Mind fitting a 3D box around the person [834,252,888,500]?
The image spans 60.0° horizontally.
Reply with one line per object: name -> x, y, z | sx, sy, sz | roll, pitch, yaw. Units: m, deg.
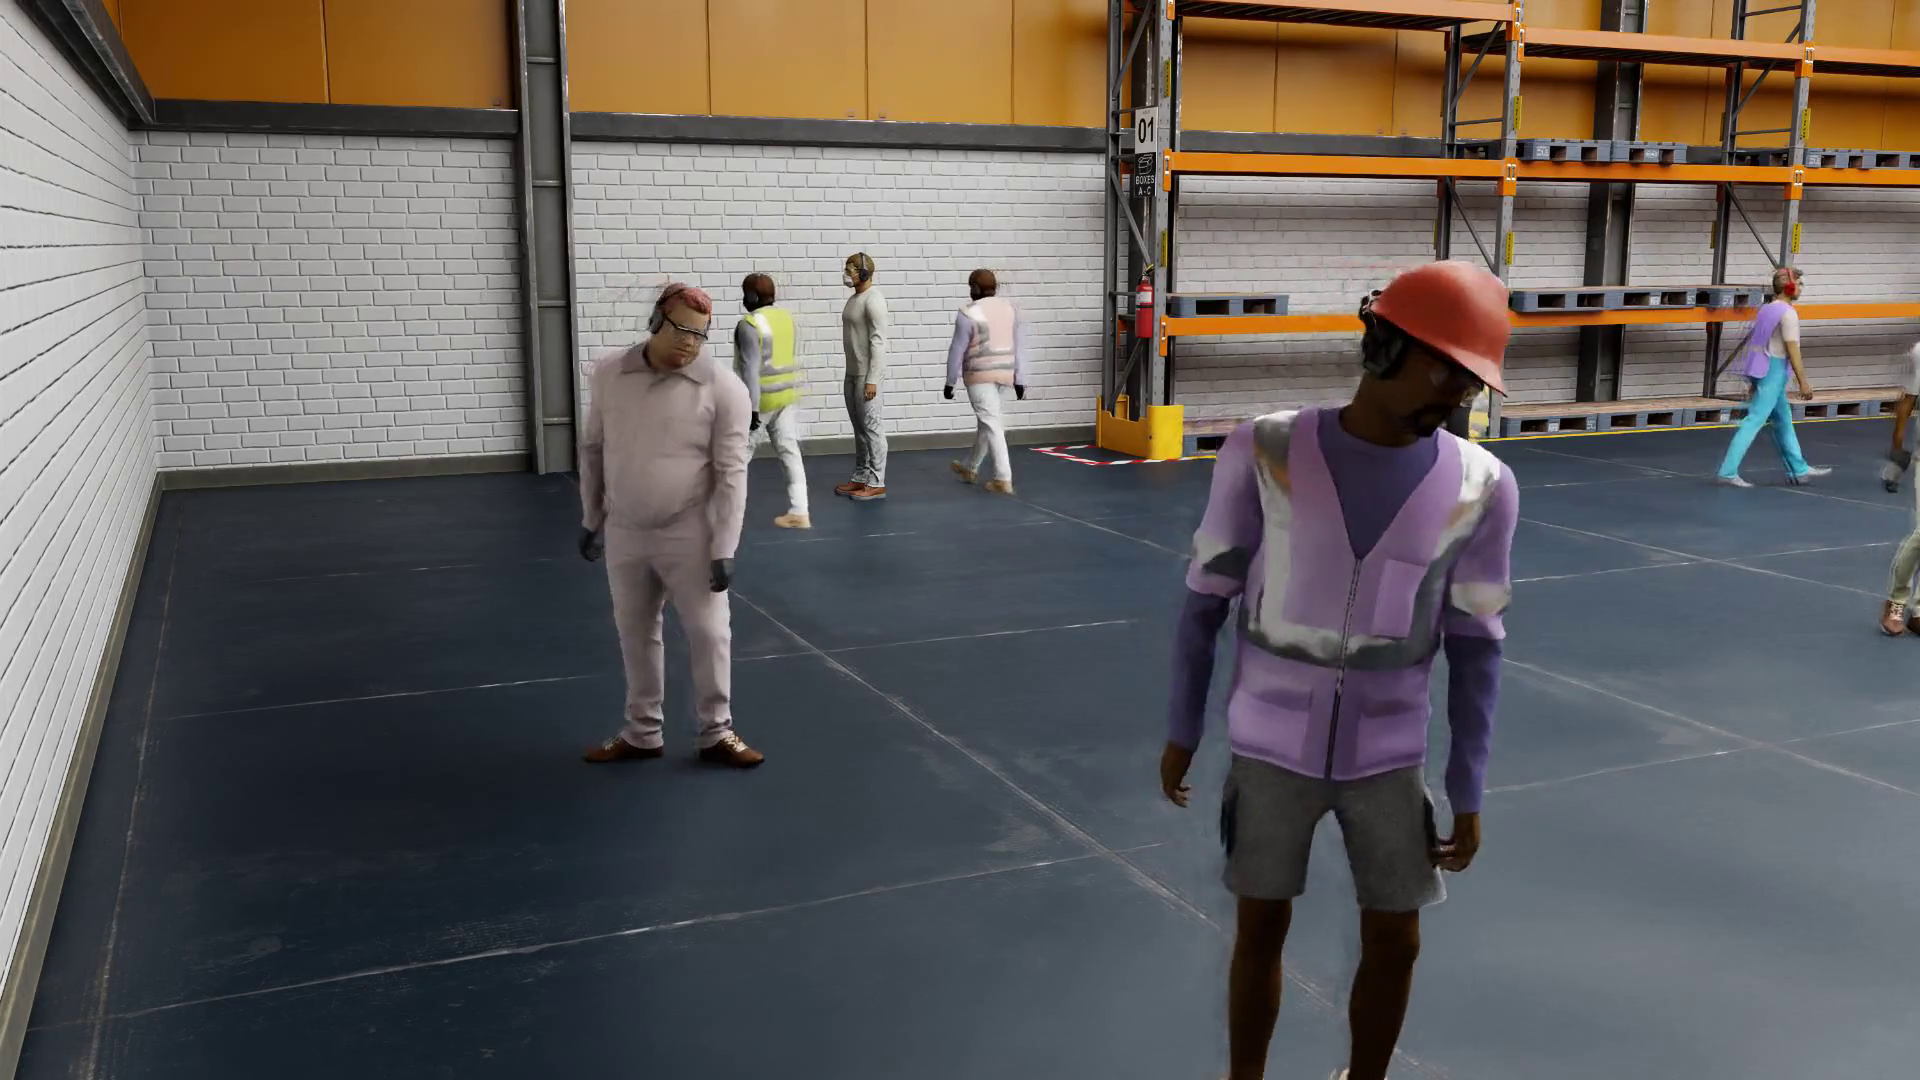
person -> -0.767, -1.289, 13.126 | 0.372, 1.940, 0.630 | -4, 11, -23

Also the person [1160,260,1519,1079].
person -> 0.725, 0.435, 3.412 | 0.752, 1.995, 0.396 | 1, 10, 8

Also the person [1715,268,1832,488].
person -> 6.710, -1.309, 13.615 | 0.981, 1.798, 0.564 | 1, 10, 8

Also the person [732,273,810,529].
person -> -1.460, -0.983, 11.809 | 0.954, 1.791, 0.658 | 6, 12, 29

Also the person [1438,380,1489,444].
person -> 2.699, -0.561, 9.405 | 0.546, 1.829, 0.624 | 0, 10, 3

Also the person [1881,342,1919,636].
person -> 4.974, -0.383, 8.350 | 0.533, 1.843, 0.475 | 1, 10, 5

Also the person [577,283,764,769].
person -> -1.143, -0.025, 6.285 | 0.728, 1.874, 0.396 | 3, 11, 16

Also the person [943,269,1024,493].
person -> 0.154, -1.311, 13.634 | 0.641, 1.790, 0.946 | -9, 14, -41
